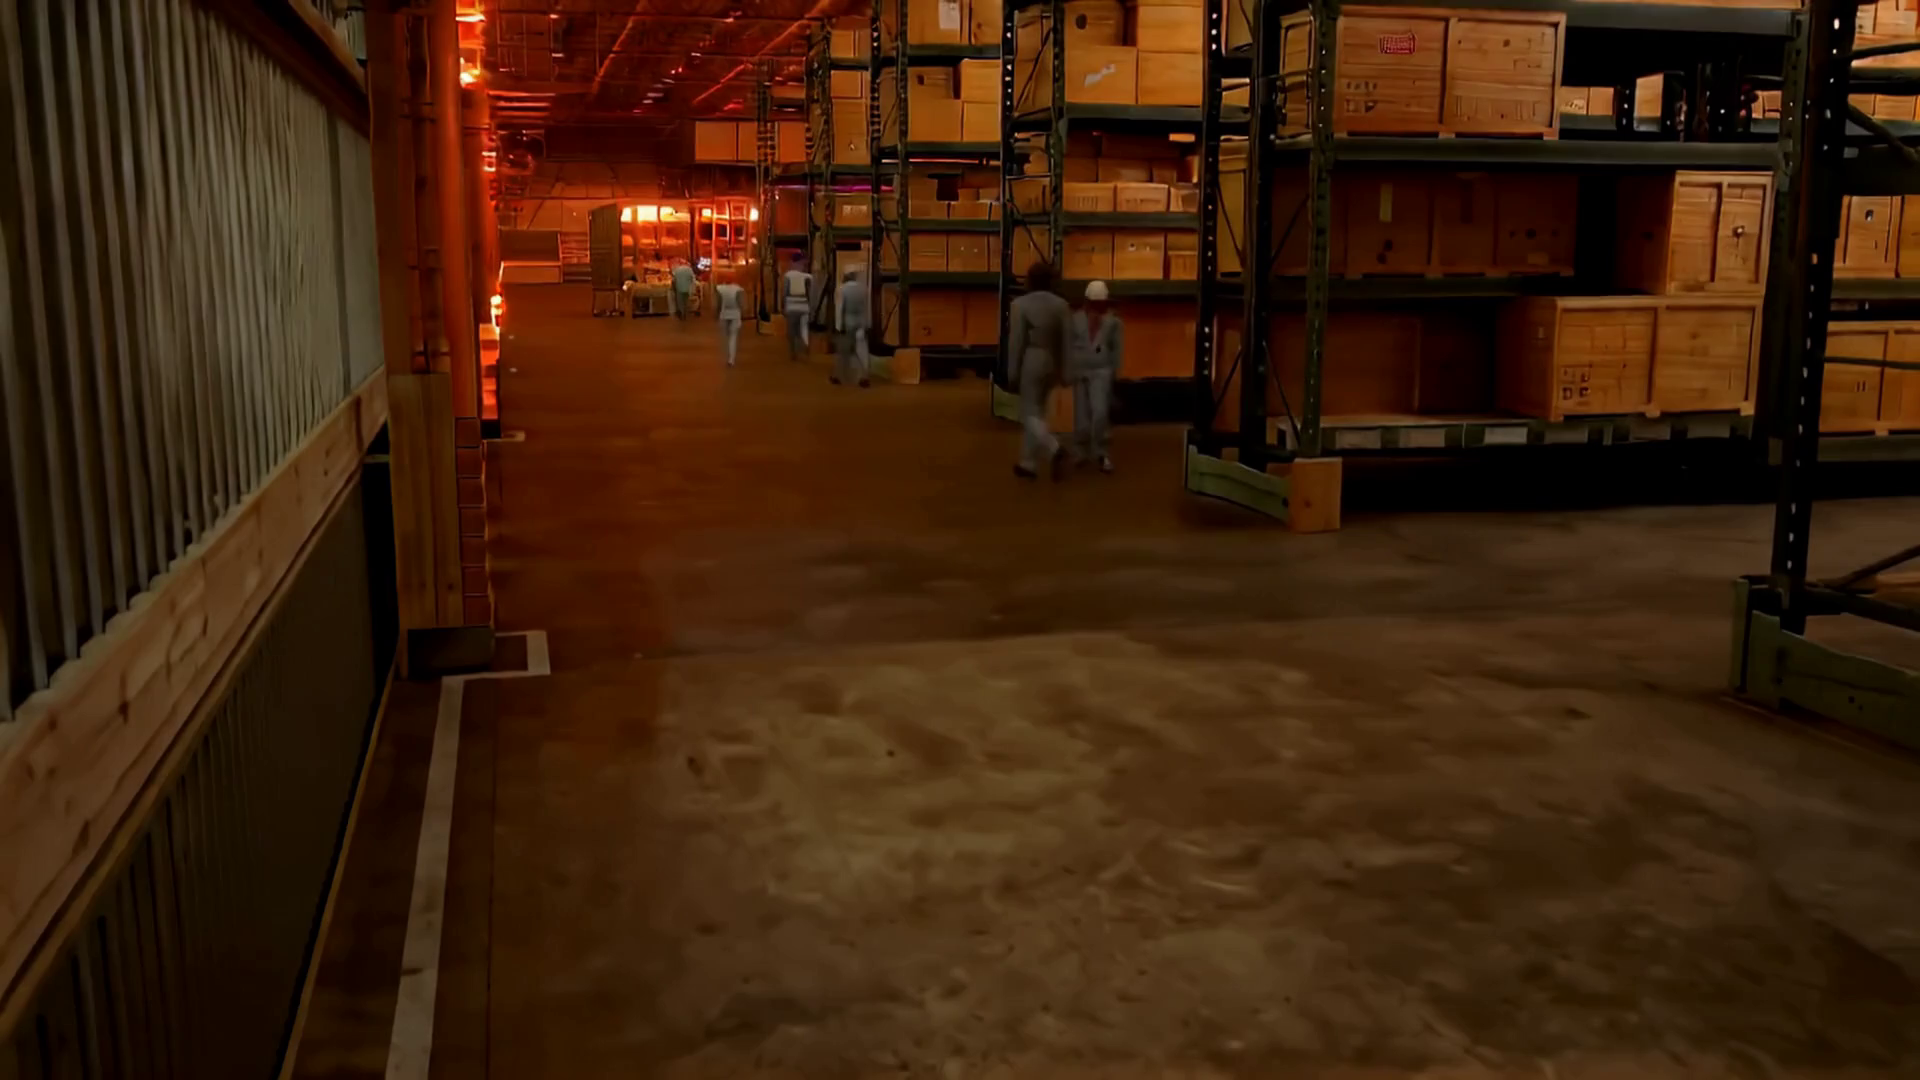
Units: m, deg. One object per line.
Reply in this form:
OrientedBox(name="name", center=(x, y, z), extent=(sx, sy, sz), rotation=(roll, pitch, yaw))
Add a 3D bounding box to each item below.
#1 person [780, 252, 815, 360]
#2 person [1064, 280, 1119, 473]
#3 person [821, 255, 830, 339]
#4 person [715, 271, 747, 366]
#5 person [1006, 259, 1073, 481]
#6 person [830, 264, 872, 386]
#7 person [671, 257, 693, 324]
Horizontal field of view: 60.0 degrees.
OrientedBox(name="person", center=(-2.857, -4.107, 29.345), extent=(0.618, 1.924, 0.763), rotation=(-3, 10, -17))
OrientedBox(name="person", center=(1.166, -1.458, 14.908), extent=(0.609, 1.729, 0.365), rotation=(10, 14, 44))
OrientedBox(name="person", center=(-2.769, -5.398, 36.495), extent=(0.515, 1.973, 0.633), rotation=(-1, 10, -4))
OrientedBox(name="person", center=(-3.896, -3.778, 28.386), extent=(0.539, 1.588, 0.878), rotation=(1, 10, 5))
OrientedBox(name="person", center=(0.708, -1.424, 14.161), extent=(0.638, 1.925, 0.716), rotation=(-8, 13, -40))
OrientedBox(name="person", center=(-1.565, -3.125, 24.225), extent=(0.576, 1.778, 0.970), rotation=(-6, 11, -29))
OrientedBox(name="person", center=(-7.254, -6.510, 43.425), extent=(0.573, 1.749, 0.342), rotation=(-2, 10, -11))
